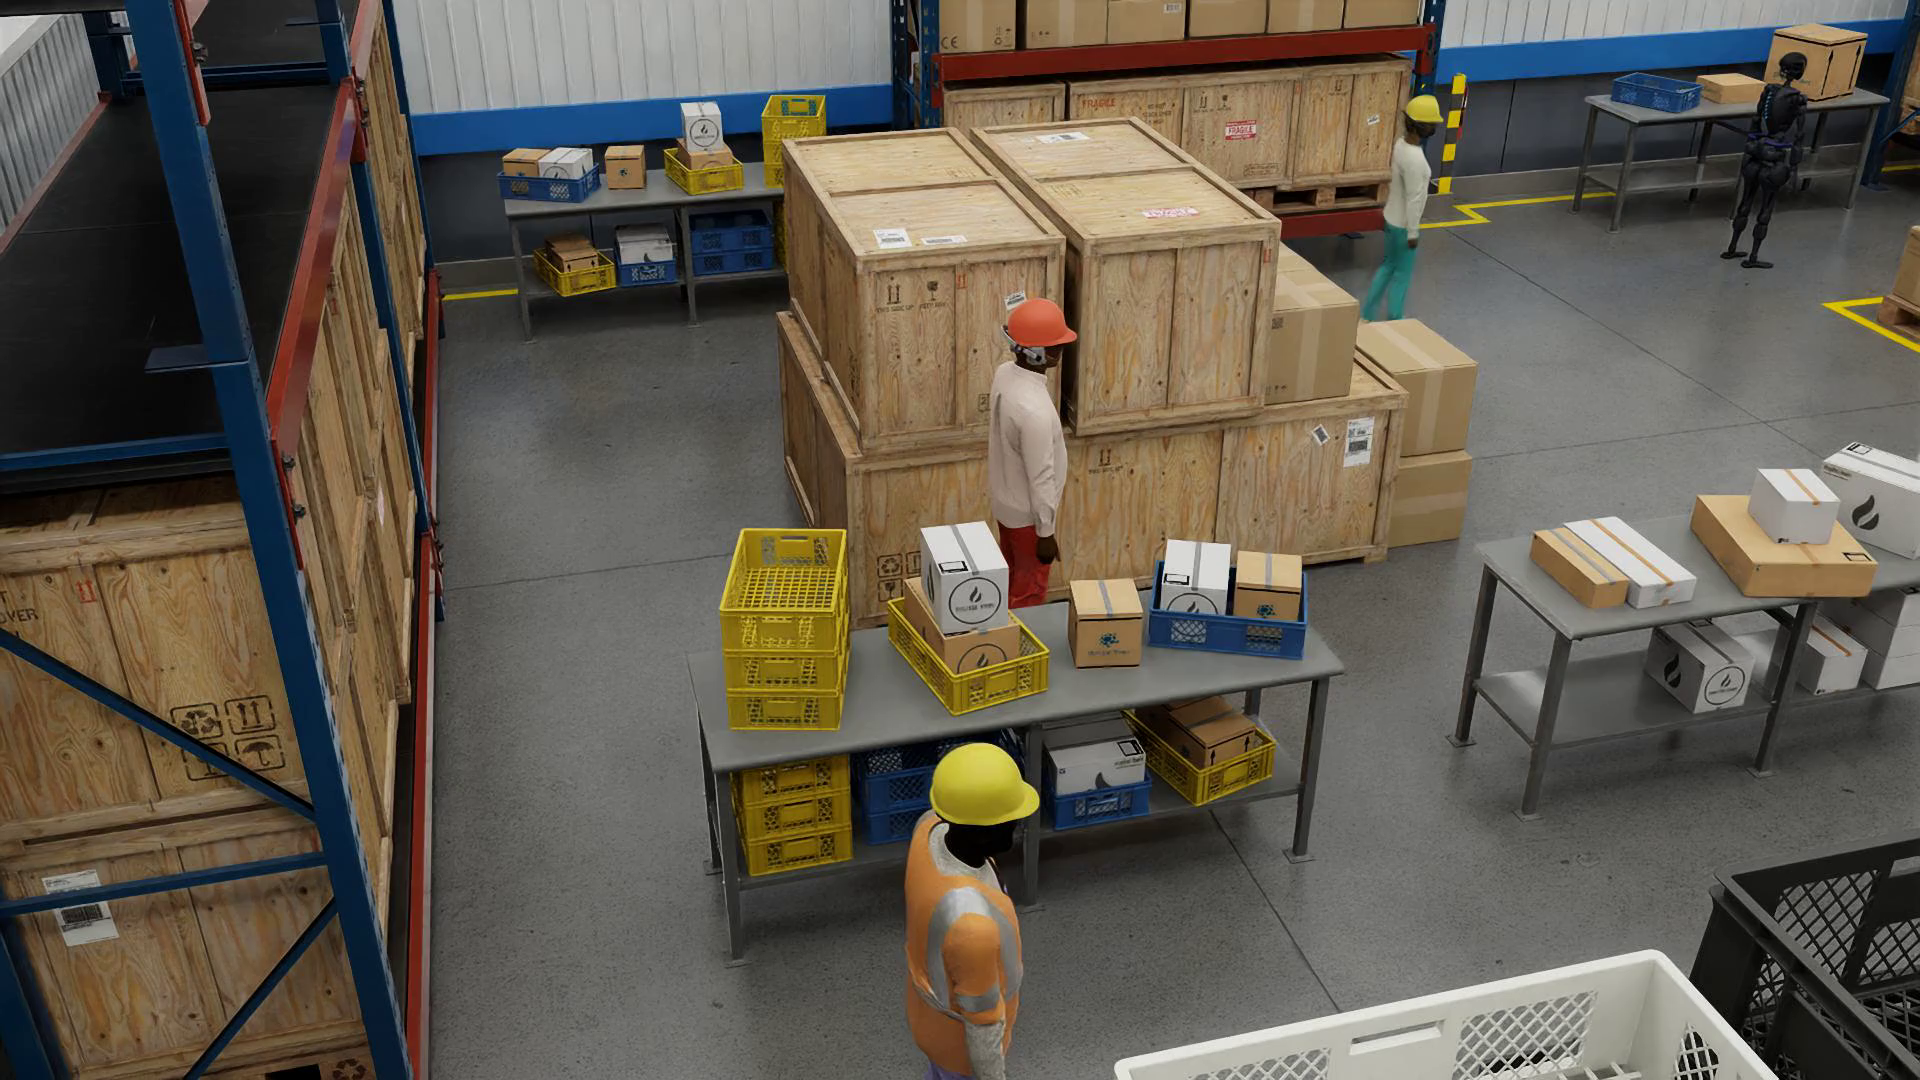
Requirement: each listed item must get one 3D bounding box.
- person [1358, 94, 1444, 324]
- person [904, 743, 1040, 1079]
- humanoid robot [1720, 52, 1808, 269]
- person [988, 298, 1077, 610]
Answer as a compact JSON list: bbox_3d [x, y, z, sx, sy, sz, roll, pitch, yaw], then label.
[{"bbox_3d":[3.108,-2.221,11.610,0.347,1.777,0.527,1,29,1],"label":"person"},{"bbox_3d":[0.031,1.396,4.864,0.365,1.926,0.588,-7,30,-13],"label":"person"},{"bbox_3d":[6.369,-2.988,13.063,0.323,1.660,0.596,-7,30,-13],"label":"humanoid robot"},{"bbox_3d":[0.319,-0.159,7.617,0.378,1.994,0.613,-7,30,-13],"label":"person"}]
